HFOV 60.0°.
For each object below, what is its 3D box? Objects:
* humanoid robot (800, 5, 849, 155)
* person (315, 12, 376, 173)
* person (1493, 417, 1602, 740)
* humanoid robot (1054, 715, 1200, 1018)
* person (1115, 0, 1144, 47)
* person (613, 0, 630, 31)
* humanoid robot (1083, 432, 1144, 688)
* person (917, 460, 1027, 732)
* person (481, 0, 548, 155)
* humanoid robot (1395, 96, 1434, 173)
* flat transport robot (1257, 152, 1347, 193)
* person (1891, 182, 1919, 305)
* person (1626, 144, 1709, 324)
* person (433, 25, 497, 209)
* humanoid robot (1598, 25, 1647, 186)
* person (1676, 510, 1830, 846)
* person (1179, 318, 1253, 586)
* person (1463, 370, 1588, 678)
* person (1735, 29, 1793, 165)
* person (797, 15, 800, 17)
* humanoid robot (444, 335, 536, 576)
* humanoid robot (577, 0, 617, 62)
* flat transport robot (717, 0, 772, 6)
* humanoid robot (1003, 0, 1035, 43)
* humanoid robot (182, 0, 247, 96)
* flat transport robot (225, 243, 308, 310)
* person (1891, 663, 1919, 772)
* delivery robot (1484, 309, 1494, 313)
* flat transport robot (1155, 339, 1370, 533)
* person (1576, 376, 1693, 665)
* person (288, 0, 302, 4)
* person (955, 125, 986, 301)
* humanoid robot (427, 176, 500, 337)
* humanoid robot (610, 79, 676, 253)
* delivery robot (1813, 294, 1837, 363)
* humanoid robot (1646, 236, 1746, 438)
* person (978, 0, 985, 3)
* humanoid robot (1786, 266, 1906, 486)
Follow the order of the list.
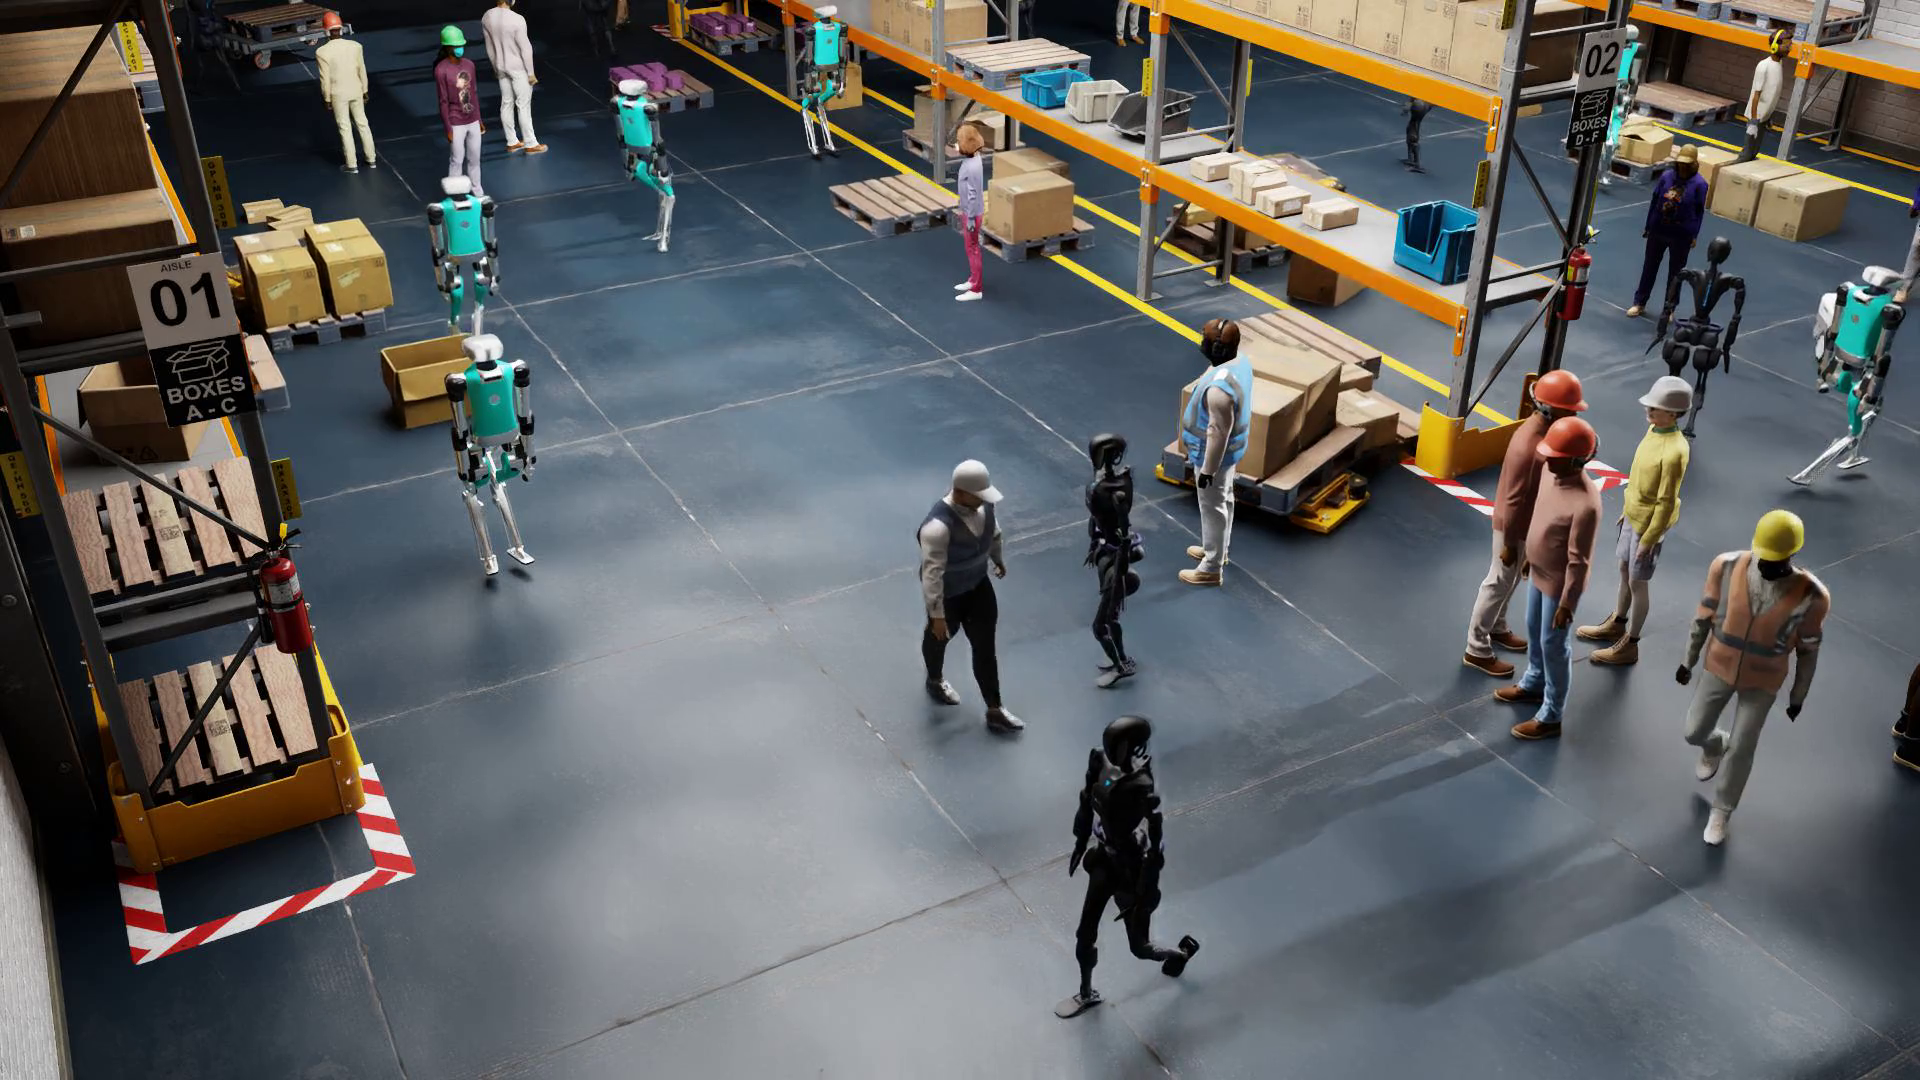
[{"bbox_3d":[-1.614,-5.285,18.998,0.533,1.681,0.735,-15,33,-24],"label":"humanoid robot"},{"bbox_3d":[-6.906,-5.018,18.654,0.340,1.749,0.571,24,37,35],"label":"person"},{"bbox_3d":[3.308,0.206,9.345,0.430,1.981,0.626,-1,30,-1],"label":"person"},{"bbox_3d":[0.780,1.438,7.517,0.699,1.623,0.588,-18,35,-28],"label":"humanoid robot"},{"bbox_3d":[2.482,-8.050,23.794,0.584,1.894,0.374,-16,34,-26],"label":"person"},{"bbox_3d":[-5.112,-8.454,24.682,0.568,1.696,0.921,6,30,10],"label":"person"},{"bbox_3d":[0.896,0.113,9.802,0.327,1.649,0.592,-8,31,-13],"label":"humanoid robot"},{"bbox_3d":[0.072,0.297,9.442,0.735,1.700,0.857,-23,37,-35],"label":"person"},{"bbox_3d":[-5.151,-5.420,19.172,0.628,1.939,0.373,15,33,24],"label":"person"},{"bbox_3d":[5.110,-4.963,18.634,0.442,1.654,0.599,18,34,28],"label":"humanoid robot"},{"bbox_3d":[3.642,-3.976,18.331,0.659,0.231,1.431,-9,31,-16],"label":"flat transport robot"},{"bbox_3d":[8.931,-2.940,15.063,0.625,1.725,0.717,20,36,31],"label":"person"},{"bbox_3d":[6.317,-2.722,14.784,0.468,1.622,0.349,21,36,32],"label":"person"},{"bbox_3d":[-5.191,-4.375,17.339,0.422,1.951,0.489,20,35,31],"label":"person"},{"bbox_3d":[7.126,-4.659,18.058,0.562,1.736,1.053,-1,30,-1],"label":"humanoid robot"},{"bbox_3d":[4.088,0.657,8.624,0.637,1.907,0.548,21,36,32],"label":"person"},{"bbox_3d":[1.651,-0.573,10.829,0.429,1.842,0.630,10,31,16],"label":"person"},{"bbox_3d":[3.366,-0.101,9.875,0.415,1.986,0.609,18,34,28],"label":"person"},{"bbox_3d":[8.438,-4.424,17.504,0.328,1.873,0.517,24,38,35],"label":"person"},{"bbox_3d":[-2.420,-8.893,25.315,0.548,1.834,0.477,-6,30,-10],"label":"person"},{"bbox_3d":[-3.087,-0.607,10.863,0.533,1.673,0.735,-17,34,-28],"label":"humanoid robot"},{"bbox_3d":[-5.054,-7.518,23.087,0.369,1.639,0.584,23,37,34],"label":"humanoid robot"},{"bbox_3d":[-3.256,-8.774,26.684,1.431,0.231,0.659,9,31,16],"label":"flat transport robot"},{"bbox_3d":[0.806,-7.579,23.205,0.646,1.634,0.603,20,35,31],"label":"humanoid robot"},{"bbox_3d":[-9.730,-6.542,21.426,0.777,1.623,0.588,8,31,14],"label":"humanoid robot"},{"bbox_3d":[-6.461,-2.515,15.787,0.659,0.231,1.431,24,38,36],"label":"flat transport robot"},{"bbox_3d":[5.490,0.371,9.063,0.368,1.965,0.605,14,33,23],"label":"person"},{"bbox_3d":[4.552,-2.379,15.282,0.499,0.612,0.805,-10,31,-17],"label":"delivery robot"},{"bbox_3d":[2.213,-0.451,12.196,1.431,0.231,0.659,22,36,33],"label":"flat transport robot"},{"bbox_3d":[4.109,-0.116,9.986,0.385,1.892,0.470,1,30,2],"label":"person"},{"bbox_3d":[-9.843,-8.416,24.498,0.429,1.831,0.633,-8,31,-13],"label":"person"},{"bbox_3d":[0.095,-3.005,15.279,0.283,1.628,0.503,-2,30,-3],"label":"person"},{"bbox_3d":[-4.105,-2.159,13.796,0.541,1.866,0.732,-15,33,-24],"label":"humanoid robot"},{"bbox_3d":[-2.982,-3.733,16.426,0.590,1.763,0.886,15,33,24],"label":"humanoid robot"},{"bbox_3d":[7.649,-1.835,14.324,0.499,0.602,0.805,6,30,10],"label":"delivery robot"},{"bbox_3d":[5.545,-1.497,12.607,0.601,1.645,0.350,12,32,20],"label":"humanoid robot"},{"bbox_3d":[0.117,-6.646,21.357,0.404,1.891,0.650,-6,30,-11],"label":"person"},{"bbox_3d":[6.556,-1.161,11.989,1.039,1.751,0.553,-11,32,-18],"label":"humanoid robot"}]
